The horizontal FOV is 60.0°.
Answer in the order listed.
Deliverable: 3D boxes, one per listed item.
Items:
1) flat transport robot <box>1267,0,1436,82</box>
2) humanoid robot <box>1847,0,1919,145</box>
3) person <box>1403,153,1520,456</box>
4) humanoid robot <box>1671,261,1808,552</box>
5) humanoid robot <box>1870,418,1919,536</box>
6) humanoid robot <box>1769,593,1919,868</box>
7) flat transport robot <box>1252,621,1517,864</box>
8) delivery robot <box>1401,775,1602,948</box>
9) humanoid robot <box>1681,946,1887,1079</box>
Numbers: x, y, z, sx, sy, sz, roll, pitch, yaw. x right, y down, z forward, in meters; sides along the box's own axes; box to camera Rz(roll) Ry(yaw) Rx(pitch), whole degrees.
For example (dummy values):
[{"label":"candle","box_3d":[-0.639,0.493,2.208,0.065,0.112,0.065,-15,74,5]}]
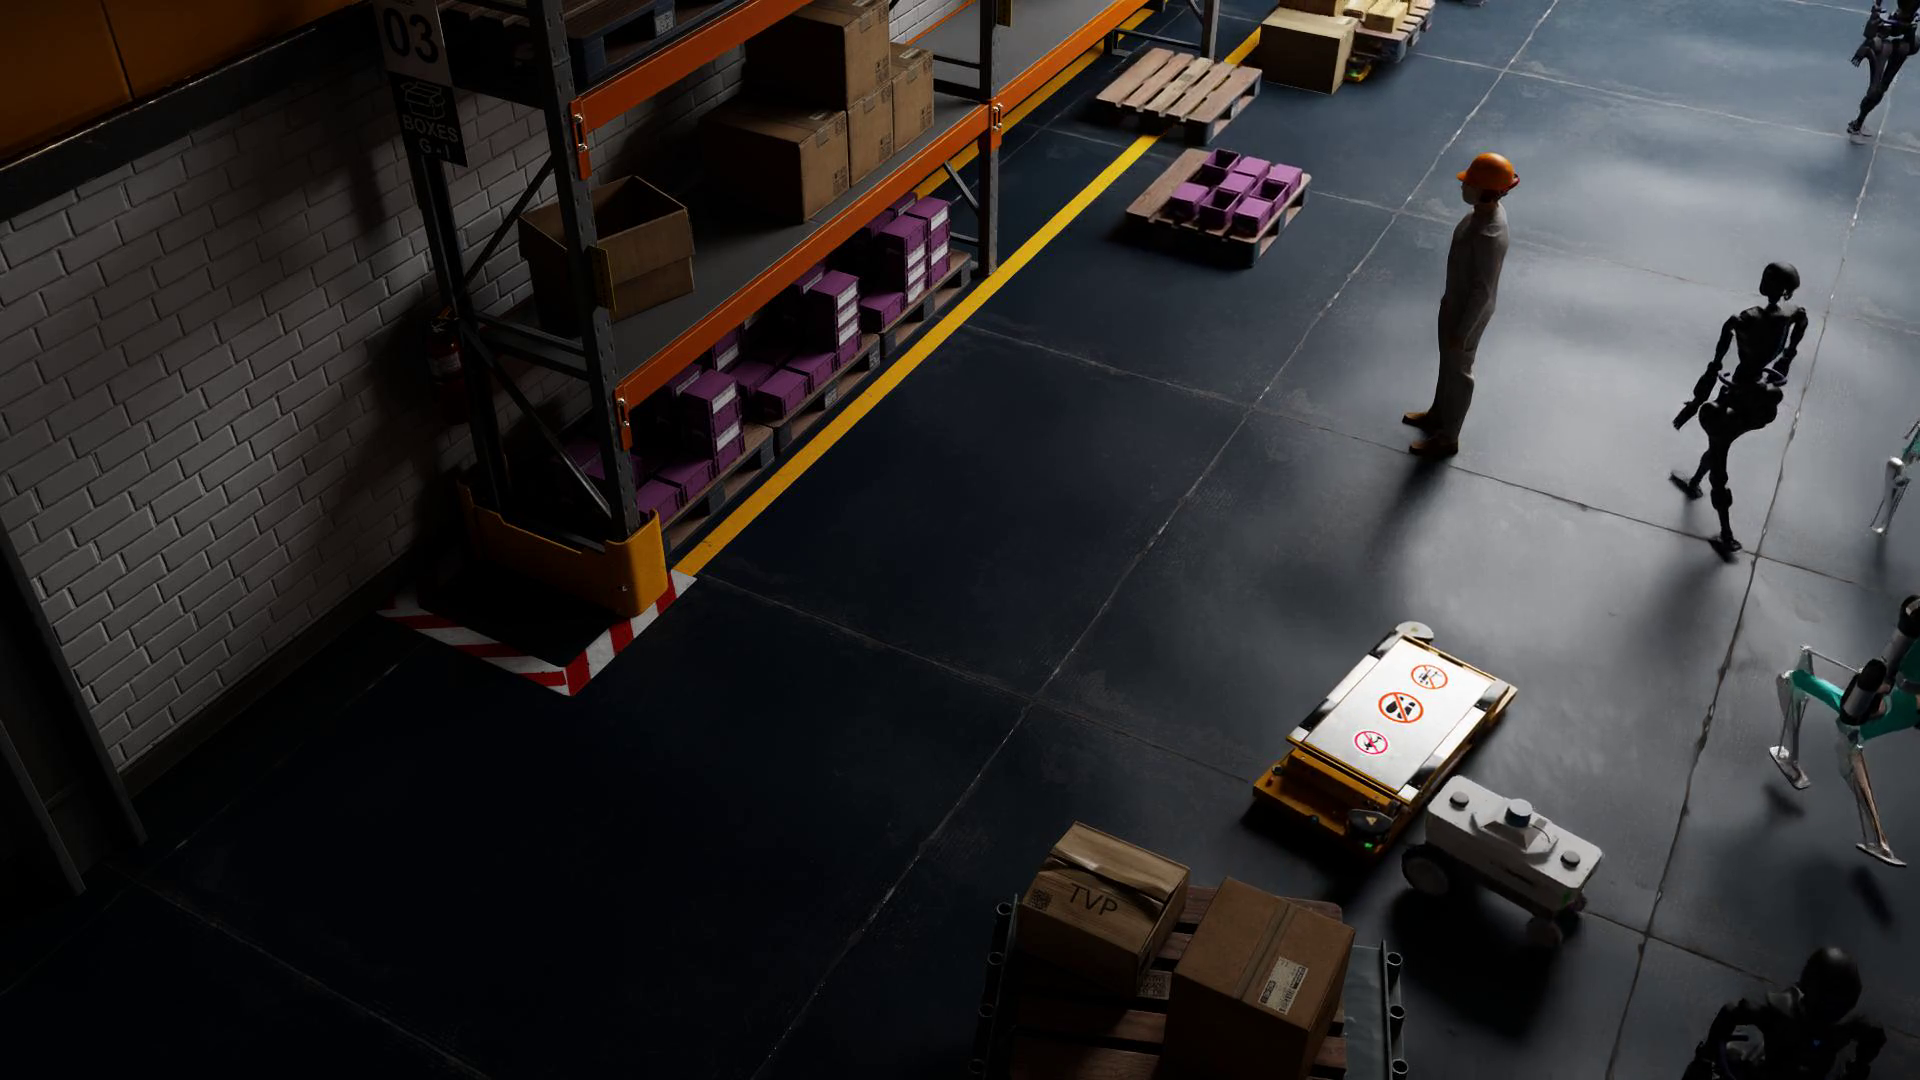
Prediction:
[{"label":"flat transport robot","box_3d":[3.474,-4.455,14.789,0.659,0.231,1.431,19,42,22]},{"label":"humanoid robot","box_3d":[7.341,-3.926,13.008,0.616,1.644,0.448,-5,39,-6]},{"label":"person","box_3d":[2.906,-1.352,9.611,0.354,1.896,0.559,5,39,6]},{"label":"humanoid robot","box_3d":[4.258,-0.764,9.095,0.603,1.638,0.788,-10,40,-12]},{"label":"humanoid robot","box_3d":[5.432,-0.670,8.923,0.559,1.791,0.801,31,48,33]},{"label":"humanoid robot","box_3d":[4.009,0.598,7.295,0.537,1.734,1.029,-8,39,-10]},{"label":"flat transport robot","box_3d":[2.082,0.937,8.048,0.659,0.231,1.431,28,46,30]},{"label":"delivery robot","box_3d":[2.381,1.363,7.282,0.782,0.589,0.499,28,46,30]},{"label":"humanoid robot","box_3d":[2.772,1.893,5.763,0.599,1.631,0.751,6,39,8]}]
